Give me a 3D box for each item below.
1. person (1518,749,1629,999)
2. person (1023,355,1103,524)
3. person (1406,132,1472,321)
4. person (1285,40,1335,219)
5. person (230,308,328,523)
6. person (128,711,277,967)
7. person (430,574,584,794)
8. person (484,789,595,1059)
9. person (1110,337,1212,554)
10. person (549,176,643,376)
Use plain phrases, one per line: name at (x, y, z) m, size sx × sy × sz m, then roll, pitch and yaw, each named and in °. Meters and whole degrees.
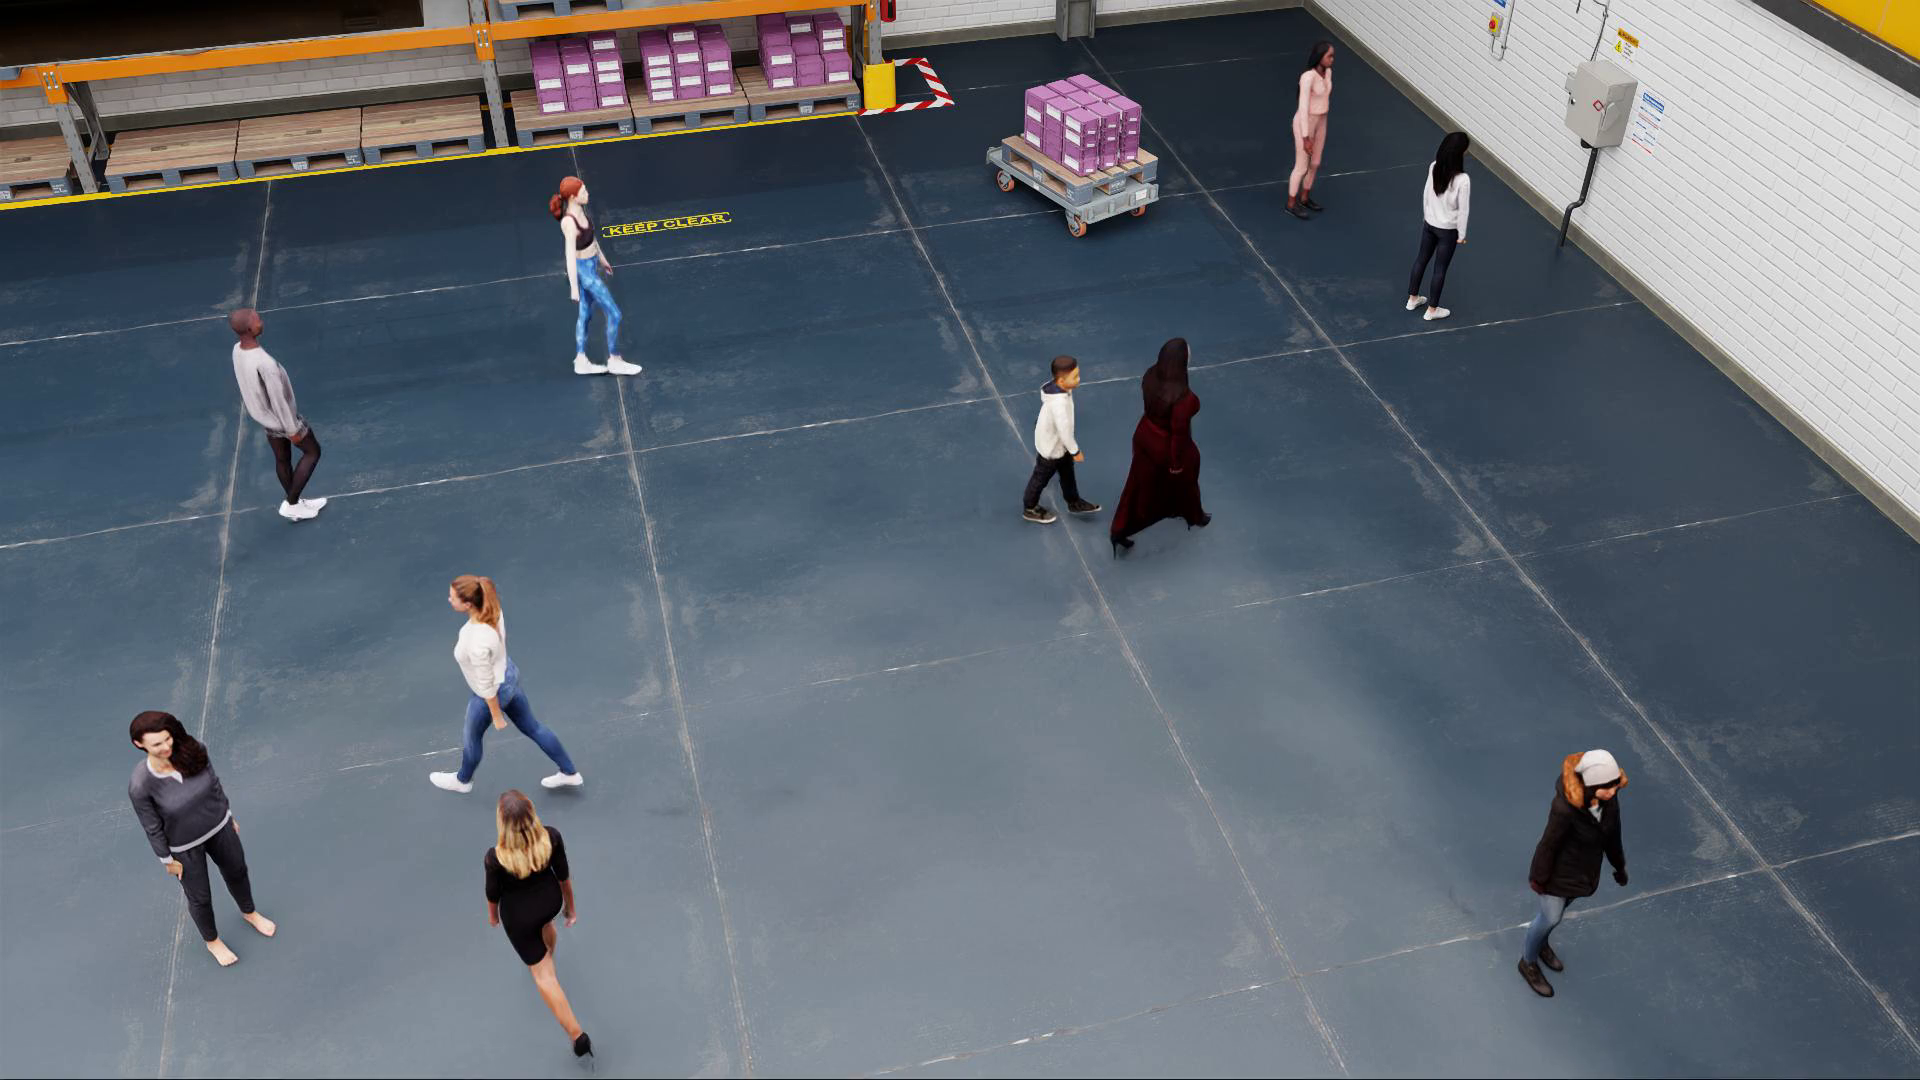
person at (3.192, 1.667, 8.800) m, size 0.706 × 1.629 × 0.781 m, roll -22°, pitch 44°, yaw -25°
person at (0.600, -0.710, 11.937) m, size 0.910 × 1.429 × 0.792 m, roll 6°, pitch 39°, yaw 8°
person at (4.109, -2.697, 14.207) m, size 0.662 × 1.700 × 0.687 m, roll -22°, pitch 44°, yaw -25°
person at (3.273, -3.866, 15.661) m, size 0.784 × 1.714 × 0.682 m, roll 31°, pitch 48°, yaw 33°
person at (-4.936, -0.831, 11.817) m, size 0.766 × 1.768 × 0.812 m, roll 26°, pitch 46°, yaw 29°
person at (-4.063, 1.552, 8.833) m, size 0.726 × 1.768 × 0.661 m, roll 21°, pitch 43°, yaw 24°
person at (-2.627, 0.895, 9.734) m, size 1.220 × 1.671 × 0.866 m, roll 2°, pitch 39°, yaw 2°
person at (-2.126, 1.960, 8.427) m, size 1.069 × 1.637 × 0.924 m, roll -28°, pitch 46°, yaw -30°
person at (1.342, -0.605, 11.579) m, size 1.153 × 1.711 × 0.883 m, roll -22°, pitch 43°, yaw -25°
person at (-3.092, -2.097, 13.404) m, size 0.805 × 1.766 × 0.622 m, roll -5°, pitch 39°, yaw -6°
